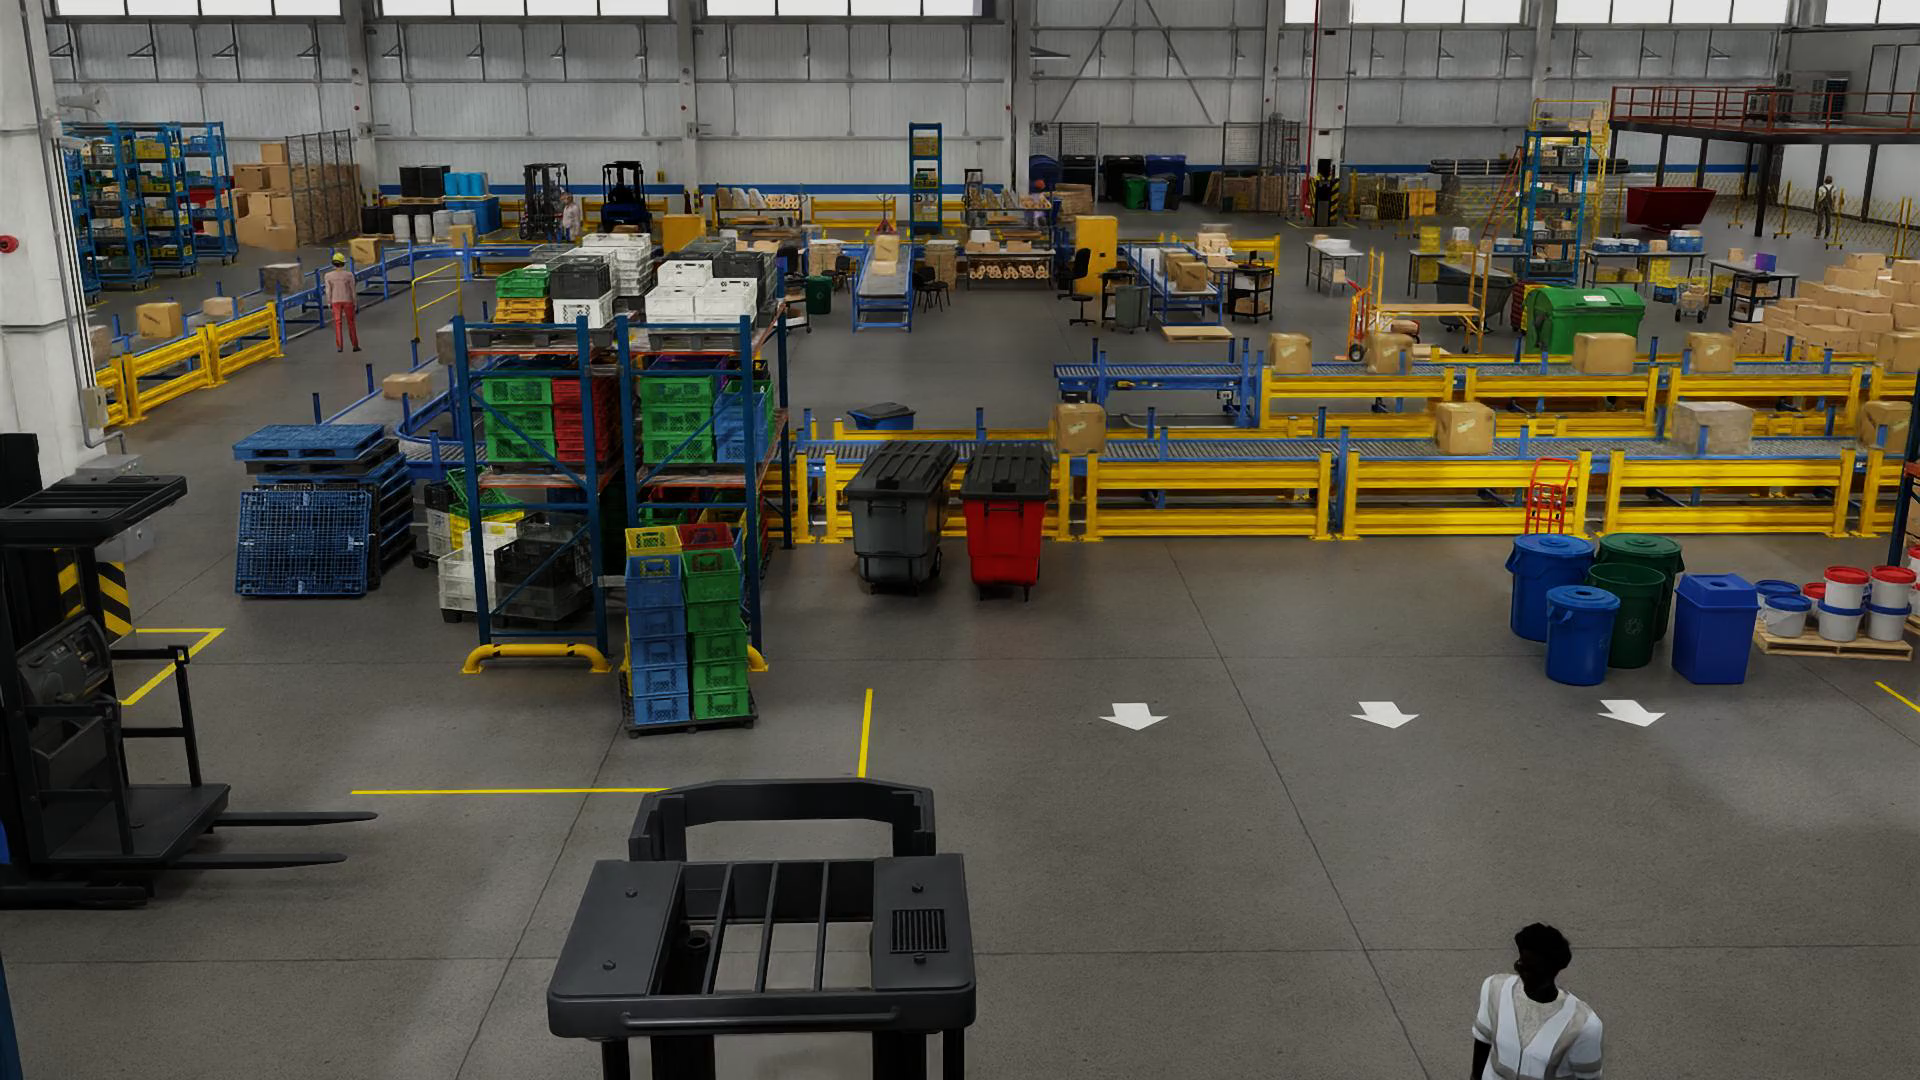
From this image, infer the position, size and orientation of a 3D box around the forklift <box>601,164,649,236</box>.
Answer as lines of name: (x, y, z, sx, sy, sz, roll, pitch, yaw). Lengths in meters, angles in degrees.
forklift: (-9.948, -10.127, 49.296, 1.157, 1.987, 2.680, -1, 16, -3)

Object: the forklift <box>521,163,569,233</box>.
forklift: (-12.233, -10.122, 49.298, 1.157, 1.987, 2.680, 0, 16, -1)

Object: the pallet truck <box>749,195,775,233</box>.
pallet truck: (-6.051, -9.967, 50.660, 0.680, 1.201, 1.601, 0, 16, -1)

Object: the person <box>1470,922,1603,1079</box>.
person: (2.368, 2.370, 6.946, 0.540, 1.695, 0.317, 14, 21, 39)

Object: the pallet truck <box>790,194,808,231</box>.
pallet truck: (-4.814, -9.883, 50.259, 0.704, 1.261, 1.522, -1, 16, -3)

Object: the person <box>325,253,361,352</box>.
person: (-11.086, -4.256, 29.853, 0.525, 1.769, 0.327, -2, 16, -8)

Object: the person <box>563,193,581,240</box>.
person: (-9.744, -7.735, 41.702, 0.401, 1.904, 0.646, -12, 20, -37)

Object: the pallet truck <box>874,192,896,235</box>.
pallet truck: (-2.277, -9.986, 50.594, 0.653, 1.274, 1.630, 0, 16, -1)

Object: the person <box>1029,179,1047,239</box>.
person: (2.056, -8.728, 44.948, 0.681, 2.023, 0.621, 10, 19, 30)

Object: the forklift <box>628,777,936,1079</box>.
forklift: (-0.542, 2.165, 5.552, 1.129, 2.768, 1.873, -1, 16, -2)

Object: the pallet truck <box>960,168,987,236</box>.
pallet truck: (0.383, -10.230, 50.206, 0.823, 1.965, 1.885, -1, 16, -3)

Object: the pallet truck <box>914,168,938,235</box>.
pallet truck: (-0.989, -10.316, 50.507, 0.823, 1.965, 1.885, 1, 16, 3)

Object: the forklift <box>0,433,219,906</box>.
forklift: (-5.952, 0.780, 10.366, 1.873, 2.768, 1.129, 0, 16, -1)

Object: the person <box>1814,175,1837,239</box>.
person: (25.470, -9.790, 48.954, 0.506, 1.842, 0.342, 3, 16, 10)
